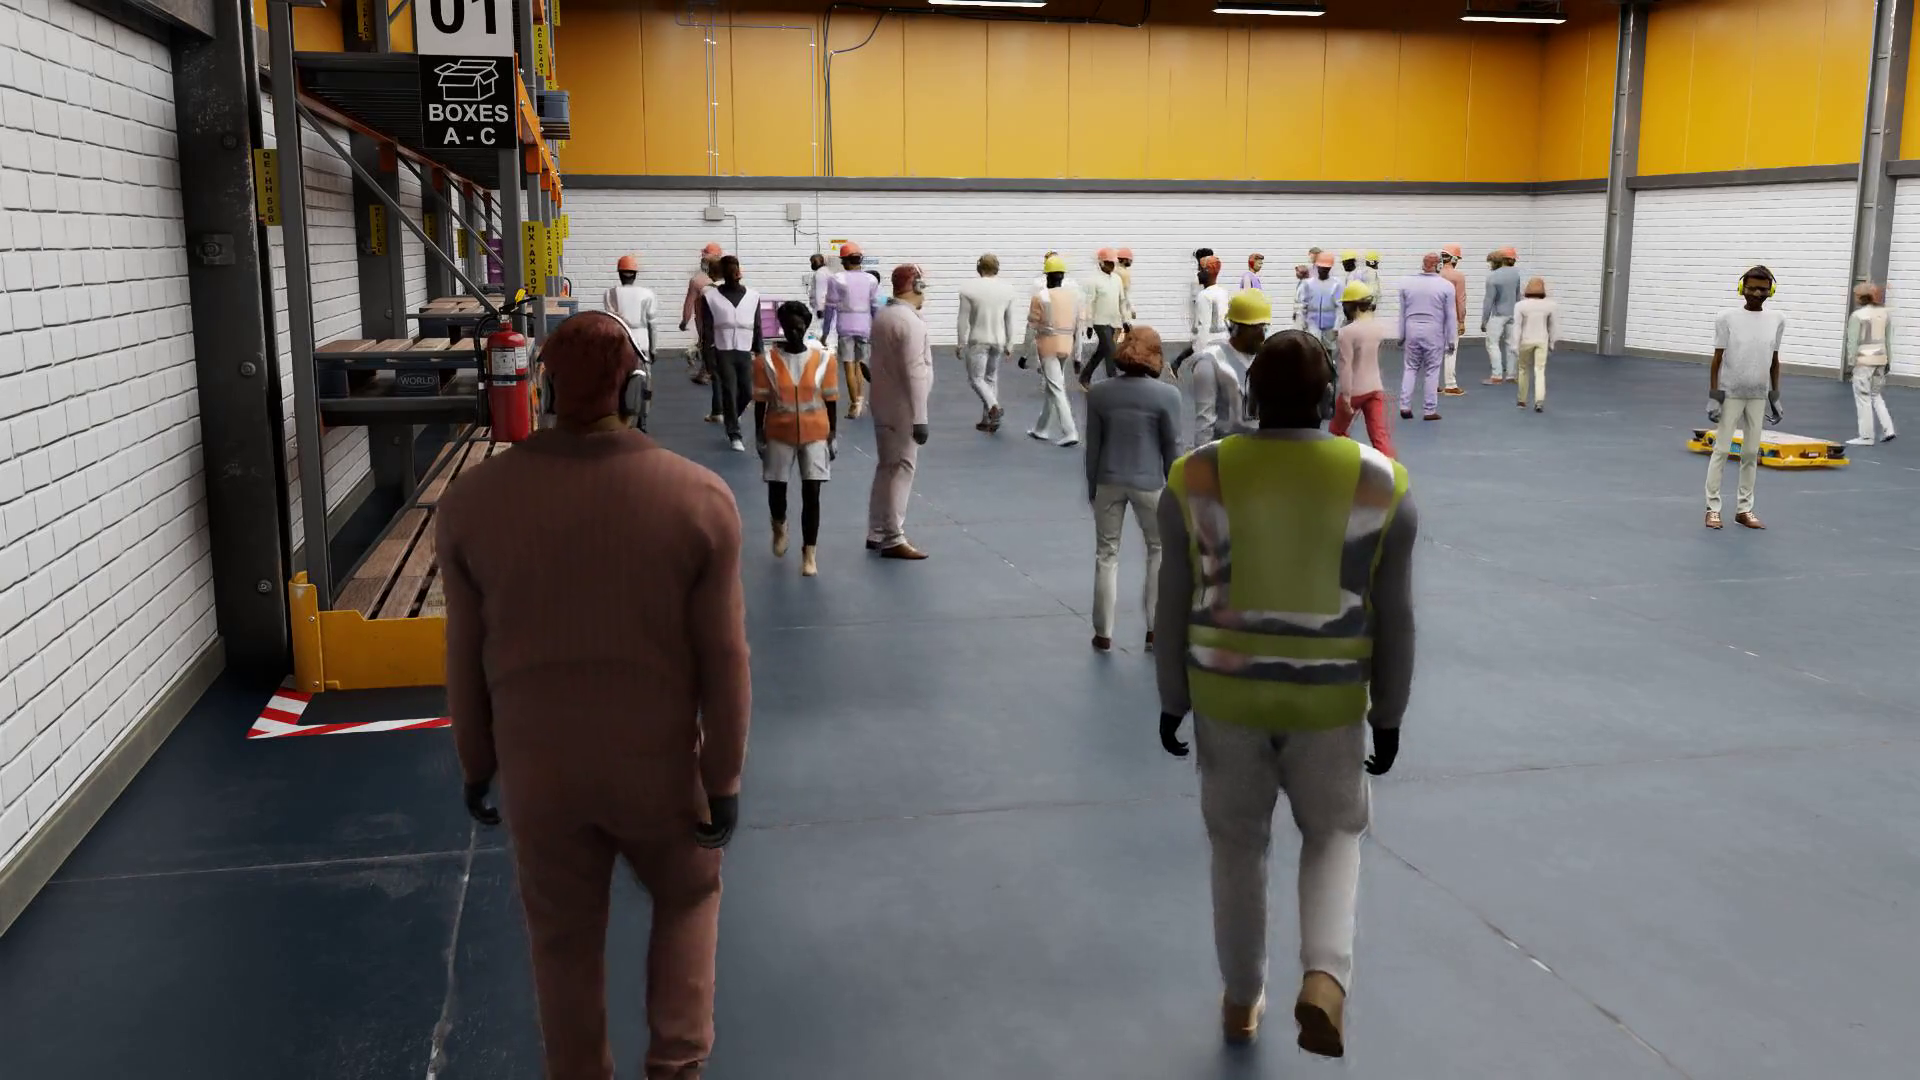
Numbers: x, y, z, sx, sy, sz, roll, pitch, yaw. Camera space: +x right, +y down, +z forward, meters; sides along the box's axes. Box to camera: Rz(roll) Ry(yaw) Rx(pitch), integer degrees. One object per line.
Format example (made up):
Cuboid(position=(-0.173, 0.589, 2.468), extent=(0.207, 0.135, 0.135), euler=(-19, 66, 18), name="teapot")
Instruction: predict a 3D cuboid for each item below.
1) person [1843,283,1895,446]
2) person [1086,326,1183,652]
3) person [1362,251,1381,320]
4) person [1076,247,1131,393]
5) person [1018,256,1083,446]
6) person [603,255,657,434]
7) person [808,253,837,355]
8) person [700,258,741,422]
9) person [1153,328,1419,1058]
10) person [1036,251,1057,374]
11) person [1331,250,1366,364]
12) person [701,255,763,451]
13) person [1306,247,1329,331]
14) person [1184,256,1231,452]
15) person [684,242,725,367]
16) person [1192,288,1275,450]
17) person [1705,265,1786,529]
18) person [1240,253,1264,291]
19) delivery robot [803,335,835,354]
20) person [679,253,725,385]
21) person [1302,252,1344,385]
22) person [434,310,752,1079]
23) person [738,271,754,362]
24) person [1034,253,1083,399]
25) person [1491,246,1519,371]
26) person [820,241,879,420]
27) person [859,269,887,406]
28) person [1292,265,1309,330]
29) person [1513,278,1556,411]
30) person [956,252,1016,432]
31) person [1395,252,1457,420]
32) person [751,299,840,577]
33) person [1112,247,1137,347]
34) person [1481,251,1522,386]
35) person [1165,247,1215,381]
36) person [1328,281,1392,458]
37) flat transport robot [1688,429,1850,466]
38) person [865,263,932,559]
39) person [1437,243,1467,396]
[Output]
Cuboid(position=(9.016, -1.731, 16.477), extent=(0.550, 1.614, 0.400), euler=(-5, 11, -25), name="person")
Cuboid(position=(0.857, -0.248, 8.269), extent=(0.495, 1.611, 0.422), euler=(4, 11, 20), name="person")
Cuboid(position=(7.586, -4.426, 30.803), extent=(0.402, 1.834, 0.592), euler=(-1, 10, -5), name="person")
Cuboid(position=(1.875, -2.875, 21.891), extent=(0.993, 1.959, 0.611), euler=(9, 14, 42), name="person")
Cuboid(position=(0.945, -1.891, 16.638), extent=(0.588, 1.883, 0.988), euler=(-7, 13, -35), name="person")
Cuboid(position=(-3.469, -2.053, 17.545), extent=(0.549, 1.886, 0.996), euler=(-3, 11, -15), name="person")
Cuboid(position=(-2.268, -3.785, 27.328), extent=(0.449, 1.816, 0.661), euler=(2, 10, 12), name="person")
Cuboid(position=(-2.688, -2.239, 18.676), extent=(0.505, 1.838, 0.348), euler=(-8, 13, -38), name="person")
Cuboid(position=(0.783, 0.401, 4.088), extent=(0.631, 1.830, 0.529), euler=(2, 10, 10), name="person")
Cuboid(position=(1.373, -3.459, 25.364), extent=(0.520, 1.865, 0.327), euler=(-9, 14, -42), name="person")
Cuboid(position=(6.301, -3.735, 26.871), extent=(0.958, 1.871, 0.588), euler=(-2, 10, -9), name="person")
Cuboid(position=(-2.231, -1.832, 16.253), extent=(0.604, 1.897, 0.650), euler=(-5, 11, -24), name="person")
Cuboid(position=(5.963, -4.016, 28.345), extent=(0.758, 1.900, 0.655), euler=(-1, 10, -6), name="person")
Cuboid(position=(2.387, -1.781, 16.016), extent=(0.356, 1.883, 0.573), euler=(6, 12, 29), name="person")
Cuboid(position=(-3.982, -3.660, 26.083), extent=(0.826, 2.015, 0.614), euler=(-9, 14, -41), name="person")
Cuboid(position=(1.450, -0.455, 8.935), extent=(0.599, 1.796, 0.751), euler=(-7, 13, -35), name="person")
Cuboid(position=(5.543, -0.999, 11.737), extent=(0.519, 1.865, 0.326), euler=(0, 10, 1), name="person")
Cuboid(position=(4.354, -3.374, 24.966), extent=(0.383, 1.838, 0.562), euler=(3, 11, 17), name="person")
Cuboid(position=(-2.313, -2.944, 25.878), extent=(0.707, 0.478, 0.477), euler=(-5, 11, -26), name="delivery robot")
Cuboid(position=(-3.486, -3.042, 23.095), extent=(1.019, 1.857, 0.657), euler=(10, 14, 43), name="person")
Cuboid(position=(4.822, -2.882, 22.123), extent=(0.544, 1.897, 0.913), euler=(4, 11, 20), name="person")
Cuboid(position=(-0.770, 0.460, 3.577), extent=(0.649, 1.895, 0.434), euler=(-1, 10, -5), name="person")
Cuboid(position=(-3.646, -3.645, 27.071), extent=(0.657, 1.612, 0.527), euler=(1, 10, 7), name="person")
Cuboid(position=(1.240, -2.720, 21.268), extent=(0.619, 1.860, 0.428), euler=(-4, 11, -20), name="person")
Cuboid(position=(8.515, -3.613, 26.011), extent=(0.357, 1.937, 0.550), euler=(3, 11, 18), name="person")
Cuboid(position=(-1.272, -2.397, 19.060), extent=(0.626, 2.019, 0.722), euler=(-6, 12, -31), name="person")
Cuboid(position=(-1.029, -2.429, 20.157), extent=(0.537, 1.687, 0.448), euler=(-8, 13, -38), name="person")
Cuboid(position=(5.638, -3.732, 27.509), extent=(0.364, 1.624, 0.539), euler=(-1, 10, -8), name="person")
Cuboid(position=(6.893, -2.345, 19.948), extent=(0.513, 1.592, 0.844), euler=(2, 10, 8), name="person")
Cuboid(position=(0.308, -2.062, 17.490), extent=(0.637, 1.915, 0.767), euler=(-5, 11, -25), name="person")
Cuboid(position=(5.267, -2.302, 18.839), extent=(0.701, 1.905, 0.399), euler=(7, 12, 35), name="person")
Cuboid(position=(-1.002, -0.631, 10.198), extent=(0.537, 1.687, 0.470), euler=(-1, 10, -8), name="person")
Cuboid(position=(2.734, -3.782, 27.018), extent=(0.798, 1.905, 0.562), euler=(-2, 10, -12), name="person")
Cuboid(position=(7.645, -3.114, 23.403), extent=(0.748, 1.895, 0.375), euler=(-6, 12, -31), name="person")
Cuboid(position=(3.335, -3.158, 23.479), extent=(0.755, 1.941, 0.621), euler=(1, 10, 8), name="person")
Cuboid(position=(3.102, -1.163, 13.051), extent=(0.524, 1.720, 0.895), euler=(-6, 12, -32), name="person")
Cuboid(position=(7.470, -0.866, 15.408), extent=(0.652, 0.197, 1.431), euler=(-2, 10, -10), name="flat transport robot")
Cuboid(position=(-0.395, -0.822, 10.697), extent=(0.447, 1.891, 0.735), euler=(-4, 11, -23), name="person")
Cuboid(position=(6.406, -2.894, 21.883), extent=(0.385, 1.990, 0.608), euler=(-7, 12, -35), name="person")
